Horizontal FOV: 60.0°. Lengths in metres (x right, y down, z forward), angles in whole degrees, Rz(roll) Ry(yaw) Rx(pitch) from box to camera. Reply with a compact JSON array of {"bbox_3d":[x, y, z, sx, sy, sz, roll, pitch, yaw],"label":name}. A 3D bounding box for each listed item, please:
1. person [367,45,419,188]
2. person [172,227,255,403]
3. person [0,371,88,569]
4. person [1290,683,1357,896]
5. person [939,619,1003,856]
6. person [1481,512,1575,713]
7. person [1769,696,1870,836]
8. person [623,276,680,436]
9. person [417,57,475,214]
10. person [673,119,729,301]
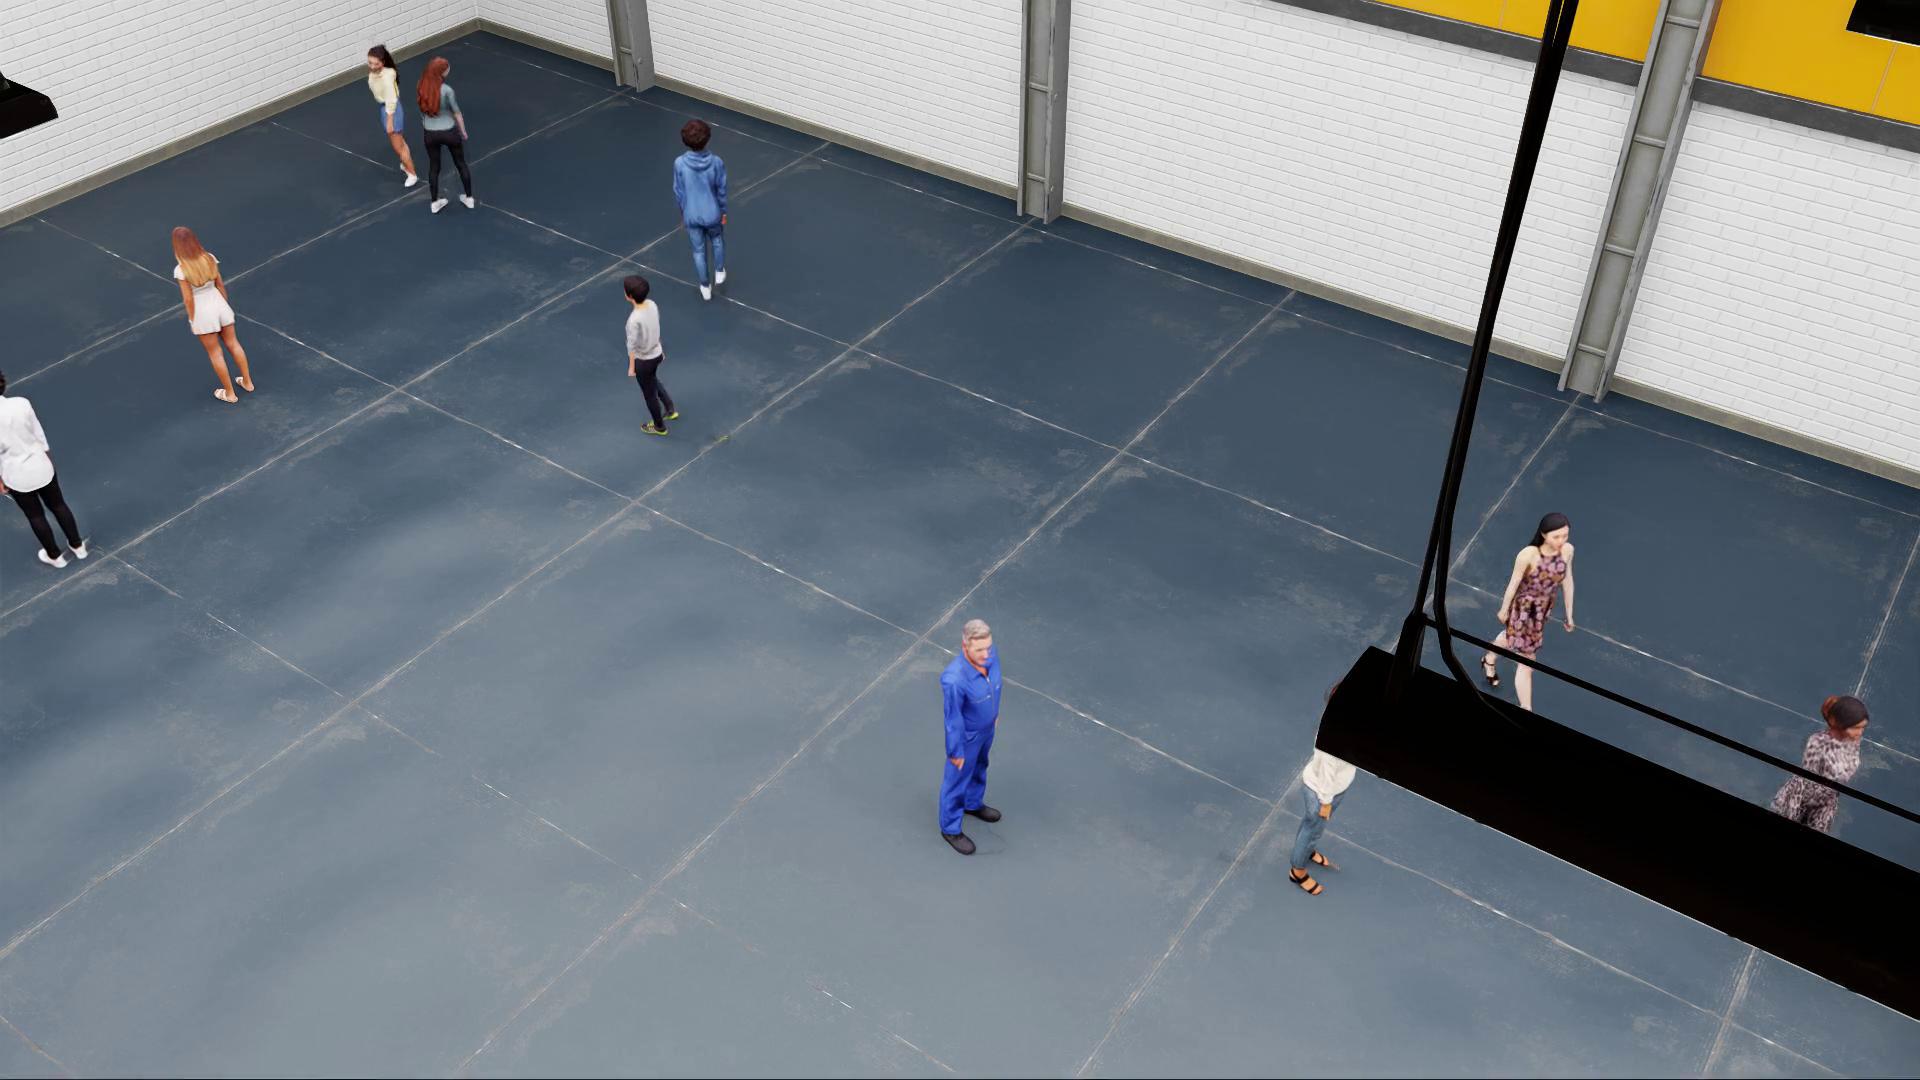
[{"bbox_3d":[-6.238,-4.714,18.278,0.870,1.605,0.682,-10,40,-12],"label":"person"},{"bbox_3d":[-6.692,-2.017,14.828,0.531,1.695,0.562,23,44,26],"label":"person"},{"bbox_3d":[-7.261,-0.567,12.926,0.625,1.803,0.651,30,48,32],"label":"person"},{"bbox_3d":[2.285,1.517,10.415,0.616,1.680,0.671,14,41,17],"label":"person"},{"bbox_3d":[0.059,1.211,10.682,0.543,1.826,0.713,22,44,25],"label":"person"},{"bbox_3d":[3.957,0.461,11.698,1.041,1.730,1.205,-13,41,-16],"label":"person"},{"bbox_3d":[5.189,1.584,10.325,1.030,1.688,1.101,-7,39,-9],"label":"person"},{"bbox_3d":[-2.641,-1.566,14.387,0.644,1.542,0.623,12,40,14],"label":"person"},{"bbox_3d":[-5.447,-4.267,17.636,0.699,1.707,0.802,-2,39,-2],"label":"person"},{"bbox_3d":[-2.510,-3.167,16.195,0.881,1.787,0.941,-6,39,-7],"label":"person"}]
